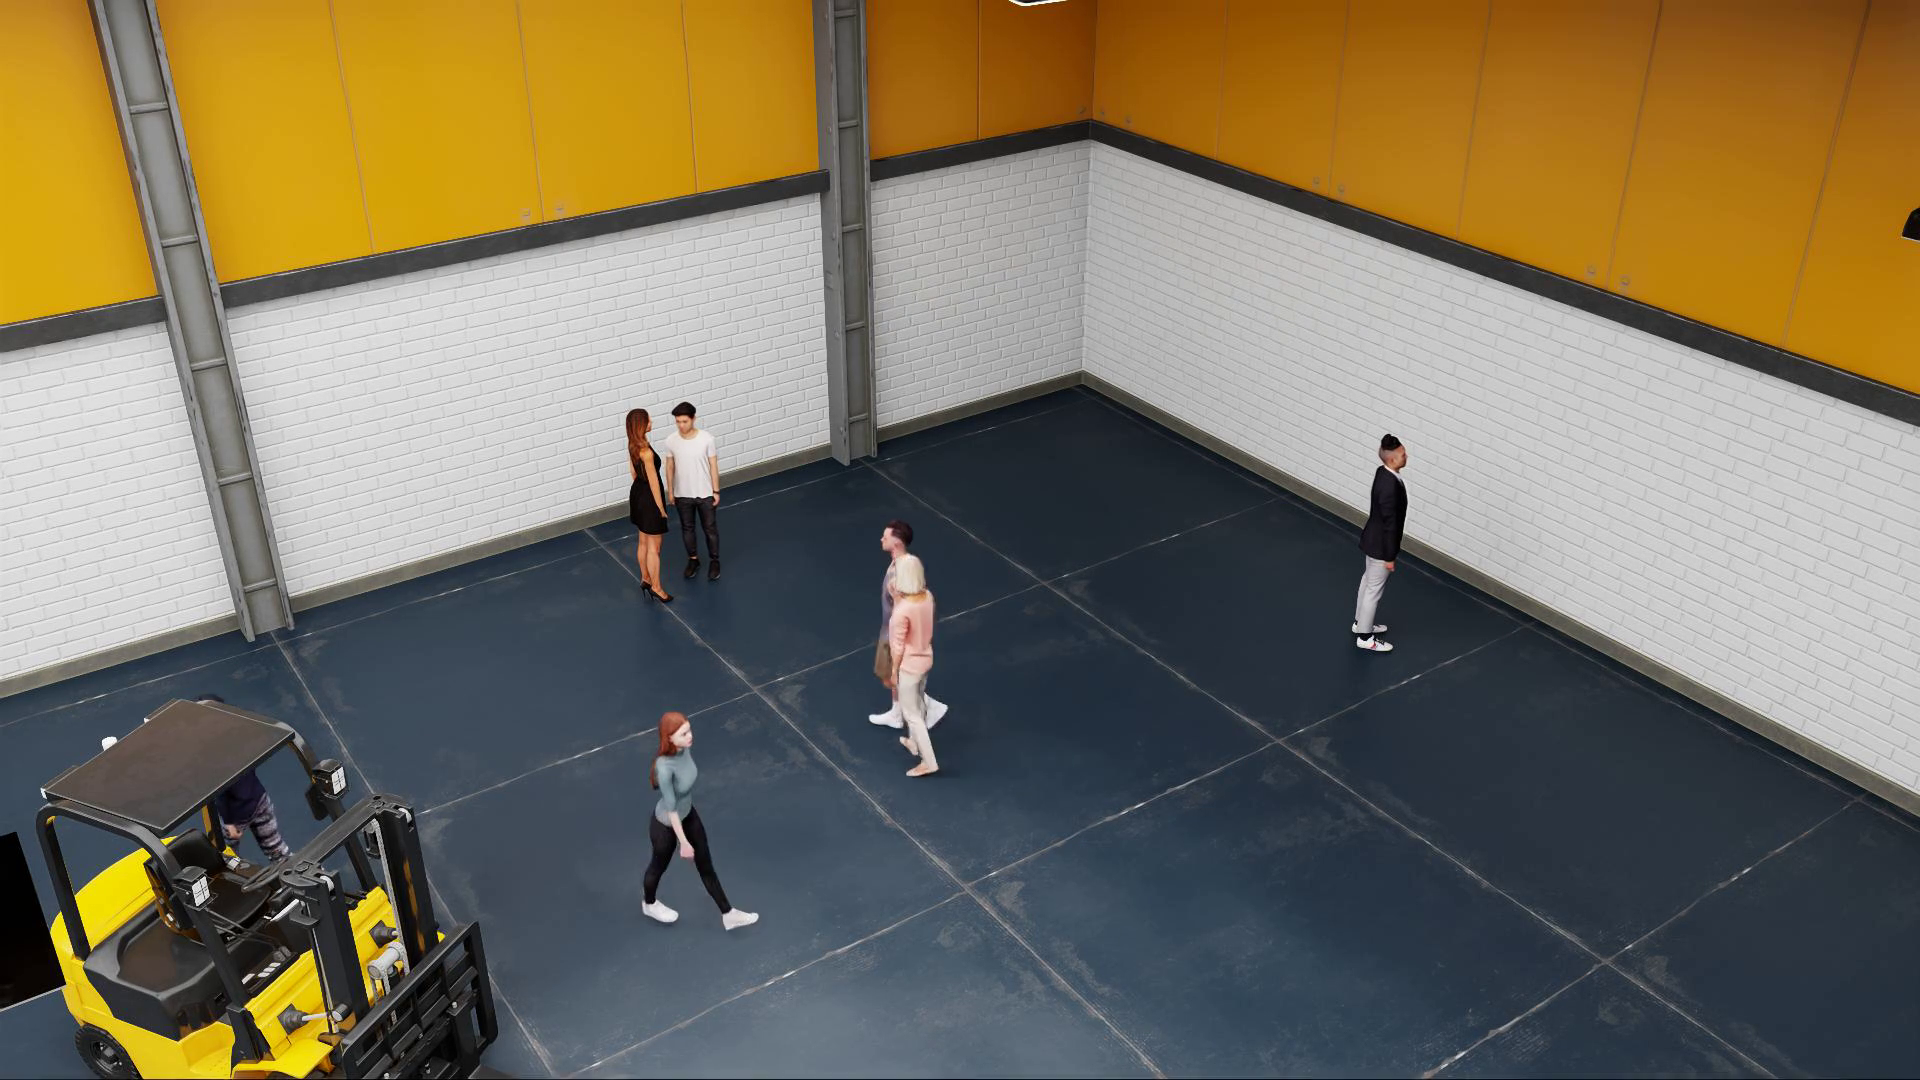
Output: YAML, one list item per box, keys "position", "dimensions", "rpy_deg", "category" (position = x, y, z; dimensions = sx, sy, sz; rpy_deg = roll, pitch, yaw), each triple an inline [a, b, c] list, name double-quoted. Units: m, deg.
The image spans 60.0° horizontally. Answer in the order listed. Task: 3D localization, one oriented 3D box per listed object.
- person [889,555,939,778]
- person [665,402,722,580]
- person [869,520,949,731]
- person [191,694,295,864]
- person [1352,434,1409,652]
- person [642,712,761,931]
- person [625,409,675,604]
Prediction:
- position: [-0.335, 0.920, 12.382]
  dimensions: [0.887, 1.720, 0.814]
  rpy_deg: [9, 30, 16]
  category: "person"
- position: [-2.375, -0.467, 14.929]
  dimensions: [0.687, 1.715, 0.772]
  rpy_deg: [2, 29, 3]
  category: "person"
- position: [-0.382, 0.695, 12.678]
  dimensions: [1.013, 1.835, 0.931]
  rpy_deg: [3, 29, 6]
  category: "person"
- position: [-4.627, 1.755, 10.896]
  dimensions: [1.104, 1.677, 1.110]
  rpy_deg: [9, 30, 16]
  category: "person"
- position: [3.506, -0.012, 13.850]
  dimensions: [0.834, 1.950, 0.792]
  rpy_deg: [3, 29, 5]
  category: "person"
- position: [-1.911, 1.826, 10.736]
  dimensions: [1.088, 1.705, 1.089]
  rpy_deg: [8, 30, 14]
  category: "person"
- position: [-2.719, -0.297, 14.492]
  dimensions: [0.507, 1.835, 0.572]
  rpy_deg: [-18, 34, -30]
  category: "person"
